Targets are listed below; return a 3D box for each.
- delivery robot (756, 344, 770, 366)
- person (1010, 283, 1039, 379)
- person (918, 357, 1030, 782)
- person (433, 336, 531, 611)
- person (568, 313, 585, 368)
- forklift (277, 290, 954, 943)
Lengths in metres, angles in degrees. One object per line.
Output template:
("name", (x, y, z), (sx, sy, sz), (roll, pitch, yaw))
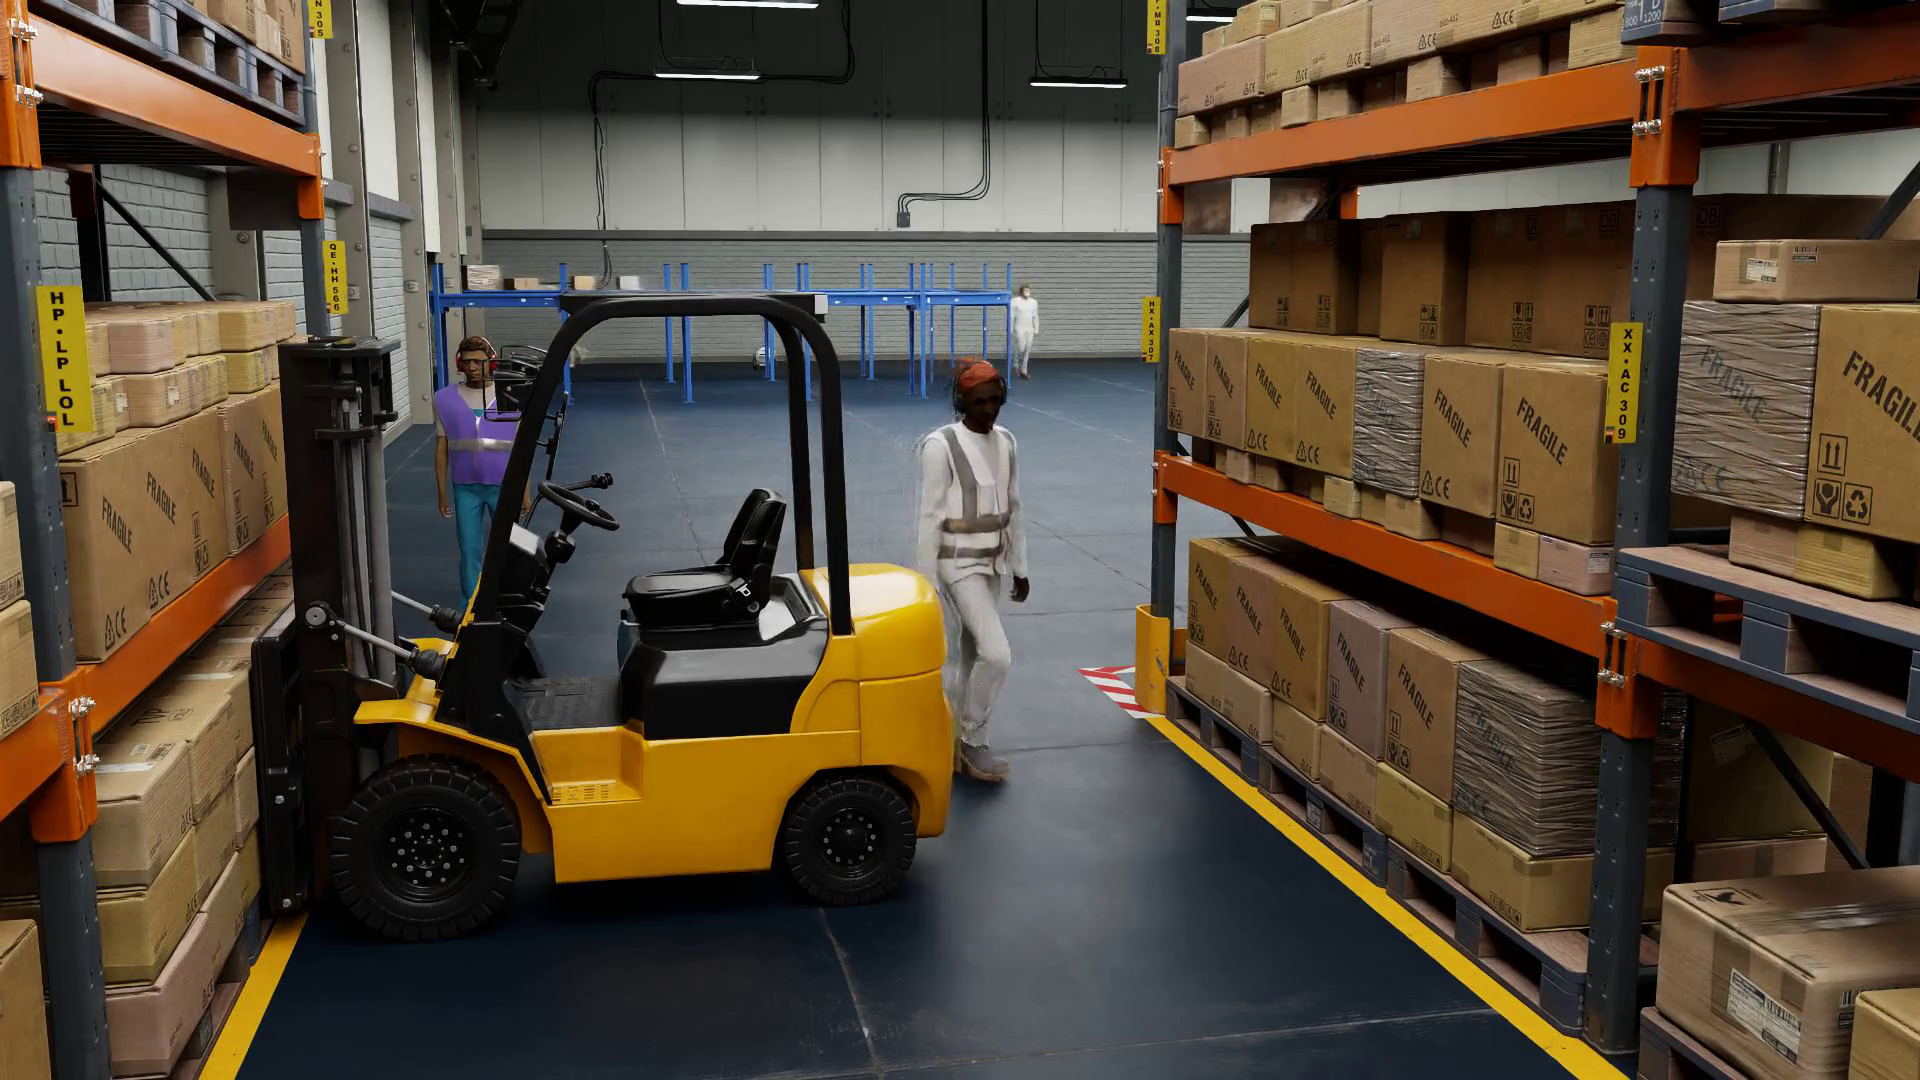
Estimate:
("delivery robot", (-4.344, -4.108, 36.946), (0.477, 0.478, 0.707), (-1, 9, -4))
("person", (1.305, -4.208, 33.546), (0.627, 1.926, 0.429), (-6, 11, -31))
("person", (0.113, 0.145, 7.200), (0.514, 1.861, 0.637), (7, 11, 36))
("person", (-2.878, -0.311, 10.069), (0.563, 1.838, 0.377), (-1, 9, -8))
("person", (-8.719, -4.681, 37.361), (0.388, 1.623, 0.512), (4, 10, 25))
("forklift", (-1.179, 0.175, 6.143), (2.313, 2.155, 1.214), (-2, 10, -12))
